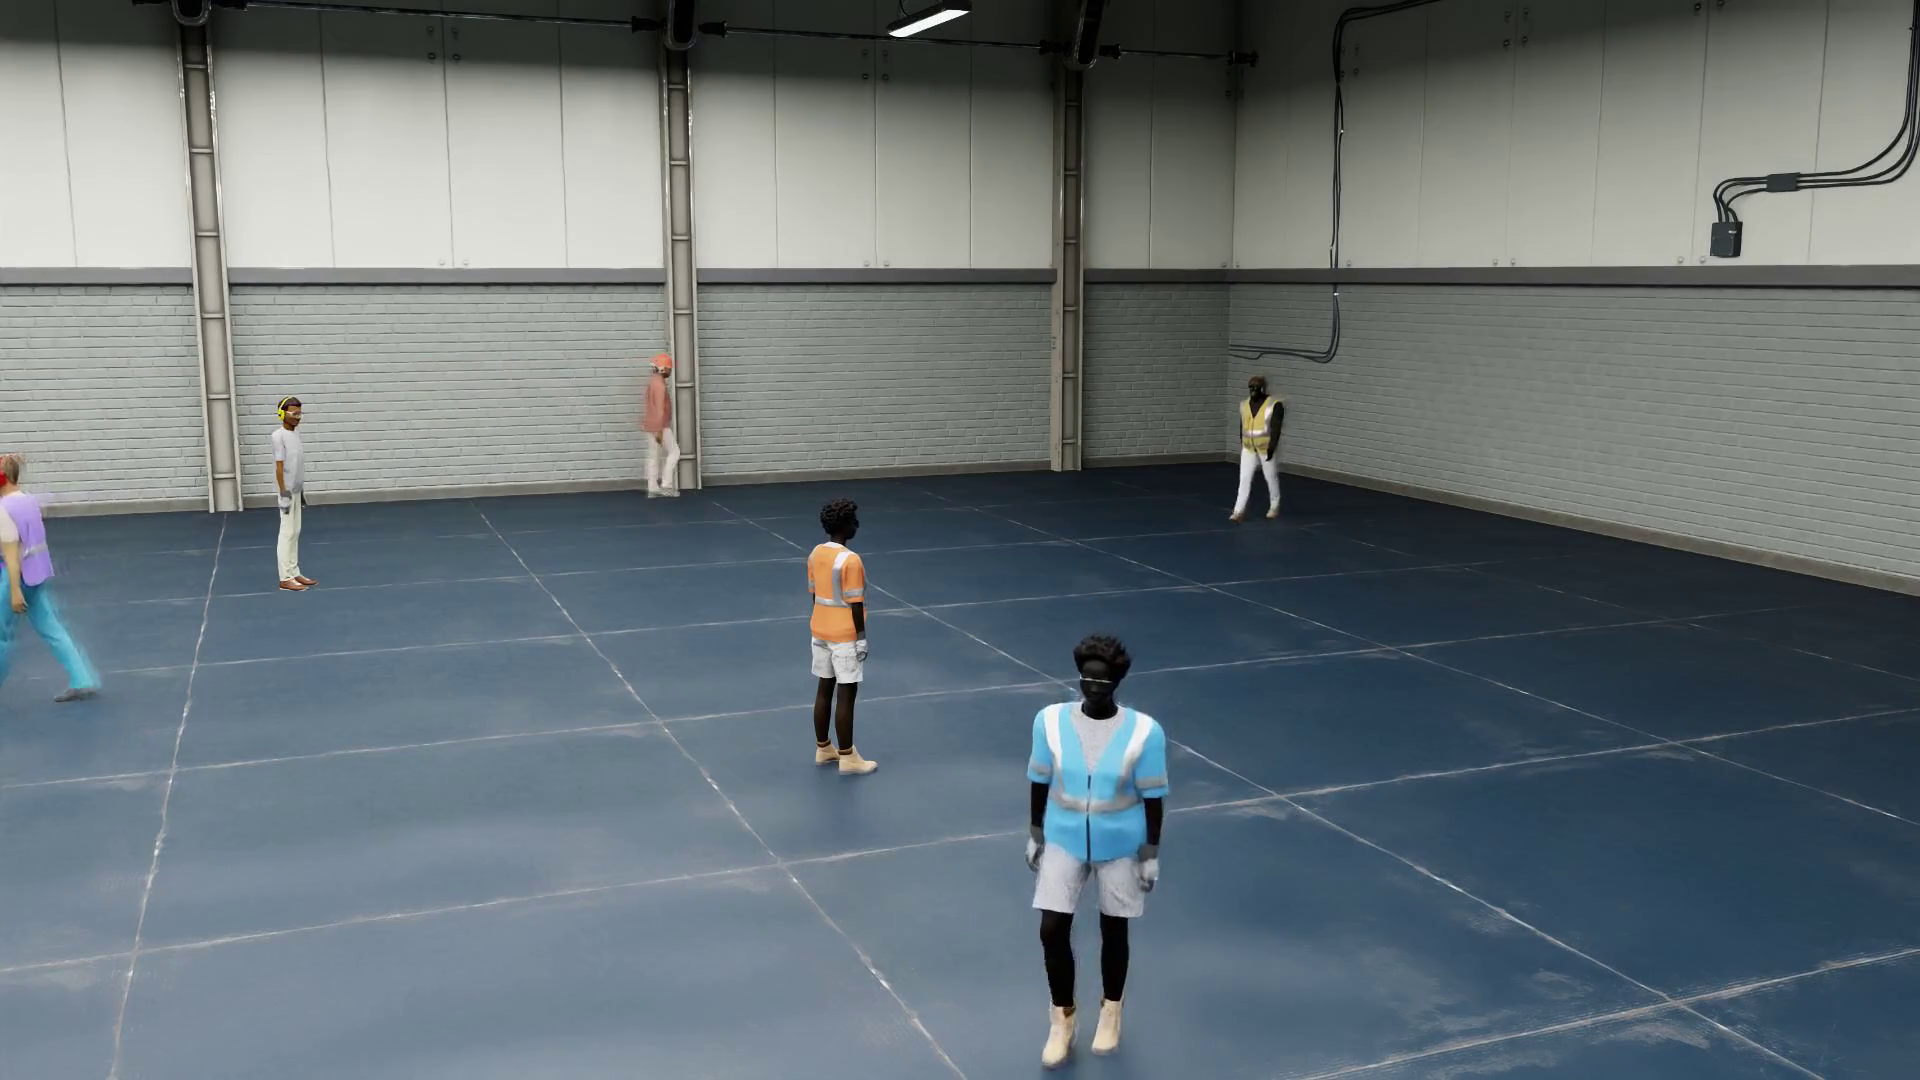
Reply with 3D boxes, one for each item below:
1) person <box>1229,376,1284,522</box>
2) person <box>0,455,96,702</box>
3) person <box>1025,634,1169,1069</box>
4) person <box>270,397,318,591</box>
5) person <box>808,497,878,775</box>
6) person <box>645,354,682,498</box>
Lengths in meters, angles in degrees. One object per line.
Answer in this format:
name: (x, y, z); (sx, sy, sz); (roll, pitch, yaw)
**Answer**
person: (3.716, -1.133, 20.636); (0.624, 1.794, 0.965); (6, 11, 35)
person: (-6.634, 0.289, 11.687); (0.991, 1.792, 0.589); (-1, 9, -9)
person: (0.506, 1.192, 6.342); (0.559, 1.679, 0.570); (2, 9, 14)
person: (-6.457, -0.449, 16.098); (0.334, 1.864, 0.521); (0, 9, -1)
person: (-0.731, 0.580, 10.152); (0.318, 1.697, 0.535); (-7, 11, -36)
person: (-4.024, -1.552, 22.666); (0.573, 1.971, 0.628); (-5, 10, -27)
